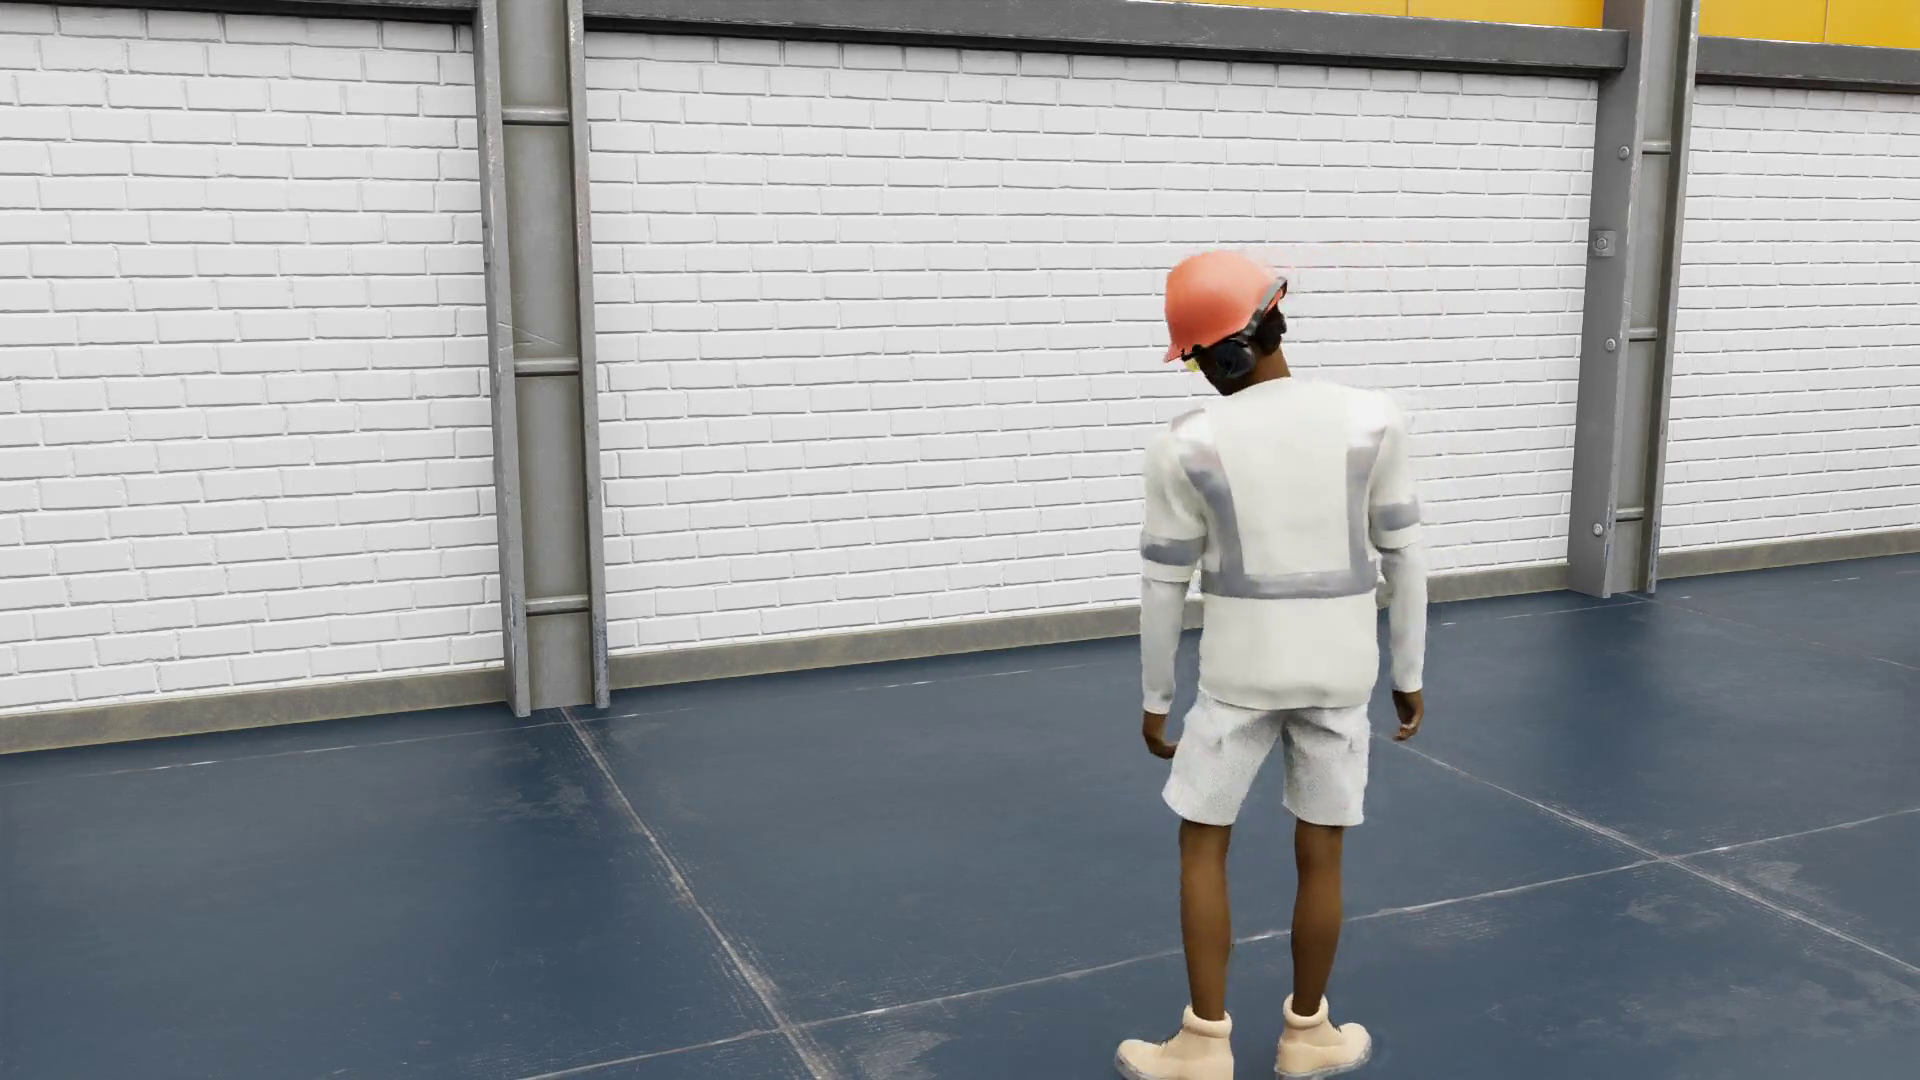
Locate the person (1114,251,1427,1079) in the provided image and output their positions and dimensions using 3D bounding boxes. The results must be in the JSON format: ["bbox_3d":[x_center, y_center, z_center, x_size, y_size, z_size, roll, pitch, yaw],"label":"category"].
[{"bbox_3d":[0.729,0.343,3.872,0.721,1.992,0.415,0,10,2],"label":"person"}]
